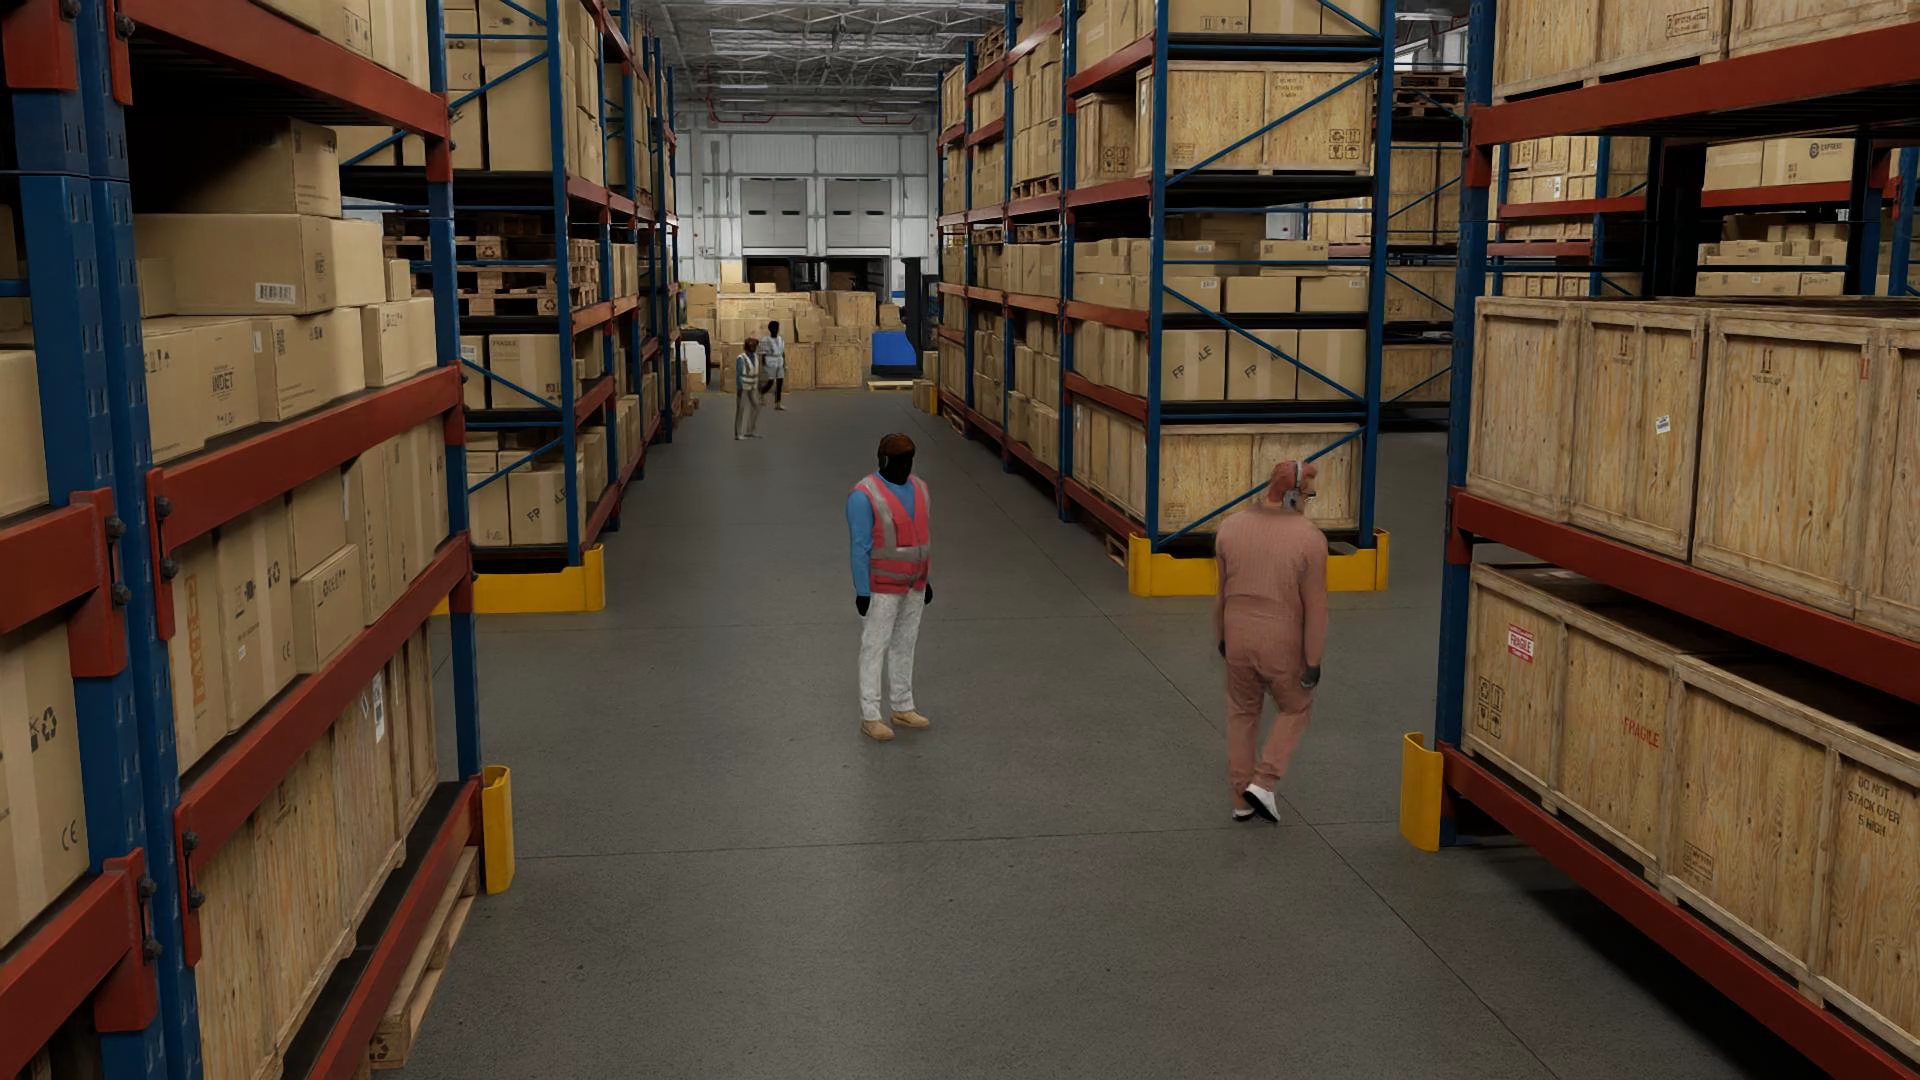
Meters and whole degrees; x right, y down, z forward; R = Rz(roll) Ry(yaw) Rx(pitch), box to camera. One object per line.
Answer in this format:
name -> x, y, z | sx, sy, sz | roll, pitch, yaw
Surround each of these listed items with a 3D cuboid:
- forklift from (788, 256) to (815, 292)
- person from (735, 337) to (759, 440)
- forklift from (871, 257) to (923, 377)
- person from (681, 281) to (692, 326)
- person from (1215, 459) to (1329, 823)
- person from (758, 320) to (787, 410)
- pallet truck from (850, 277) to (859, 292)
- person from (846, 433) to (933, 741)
forklift -> -5.632, -8.715, 59.305 | 1.129, 2.768, 1.873 | -7, 12, -35
person -> -3.326, -2.366, 26.000 | 0.377, 1.624, 0.546 | 6, 12, 33
forklift -> -1.133, -5.266, 39.221 | 1.873, 2.768, 1.129 | 0, 10, 2
person -> -10.429, -9.033, 64.018 | 0.589, 1.897, 0.672 | 7, 12, 33
person -> 1.553, 0.526, 8.407 | 0.682, 1.880, 0.450 | 7, 12, 36
person -> -3.500, -3.267, 31.048 | 0.480, 1.684, 0.538 | 9, 13, 43
pallet truck -> -3.782, -9.391, 65.808 | 1.885, 1.965, 0.823 | 2, 10, 10
person -> -0.391, 0.270, 10.024 | 0.429, 1.839, 0.633 | 9, 13, 42
